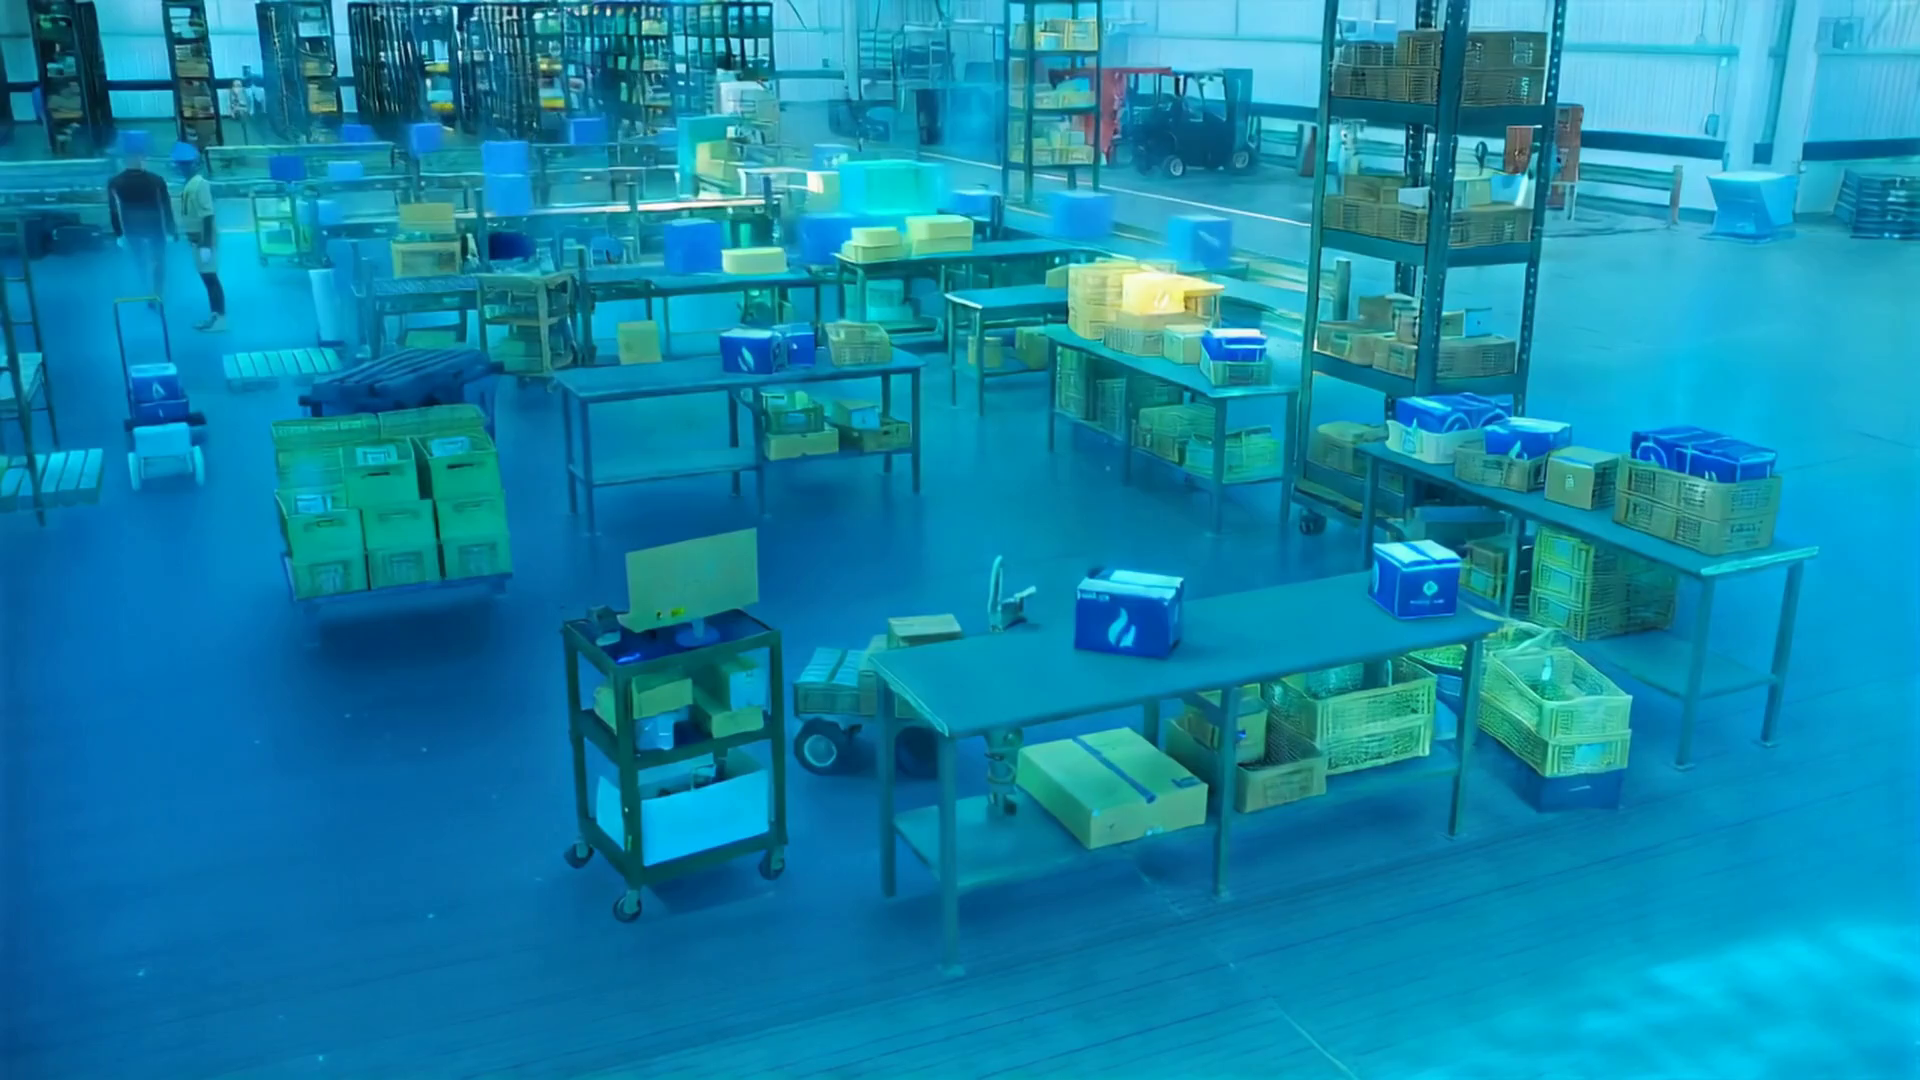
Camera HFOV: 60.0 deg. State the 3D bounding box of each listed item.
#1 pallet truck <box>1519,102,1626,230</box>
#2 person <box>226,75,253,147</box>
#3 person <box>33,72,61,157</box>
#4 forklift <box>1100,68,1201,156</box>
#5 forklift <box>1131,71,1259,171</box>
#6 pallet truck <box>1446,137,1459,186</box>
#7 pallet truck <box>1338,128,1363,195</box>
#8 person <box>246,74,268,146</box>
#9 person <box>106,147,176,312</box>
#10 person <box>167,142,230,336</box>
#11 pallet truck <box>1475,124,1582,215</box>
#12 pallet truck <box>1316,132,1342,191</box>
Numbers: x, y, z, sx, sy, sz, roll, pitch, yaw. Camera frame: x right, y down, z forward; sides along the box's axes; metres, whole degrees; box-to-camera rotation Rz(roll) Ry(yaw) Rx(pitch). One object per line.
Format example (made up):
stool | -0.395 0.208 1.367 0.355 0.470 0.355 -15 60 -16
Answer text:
pallet truck | 9.972 -6.037 26.785 1.885 1.965 0.823 -9 20 -25
person | -18.307 -10.893 42.352 0.404 1.832 0.600 16 24 41
person | -21.884 -10.223 39.985 0.627 1.989 0.398 -11 21 -31
forklift | 4.082 -9.564 37.410 2.680 1.987 1.157 -8 19 -23
forklift | 4.998 -8.936 35.413 2.680 1.987 1.157 -9 20 -25
pallet truck | 9.184 -6.485 29.328 1.630 1.274 0.653 -8 19 -23
pallet truck | 7.845 -7.140 31.411 1.522 1.261 0.704 -9 20 -25
person | -18.266 -11.156 43.180 0.474 1.825 0.612 -6 19 -20
person | -9.482 -3.602 19.315 0.647 1.881 0.863 -6 18 -17
person | -8.162 -3.218 17.829 0.393 2.044 0.609 -11 21 -31
pallet truck | 9.707 -6.455 28.103 1.885 1.965 0.823 -7 19 -20
pallet truck | 7.723 -7.504 32.656 1.601 1.201 0.680 -8 19 -23
